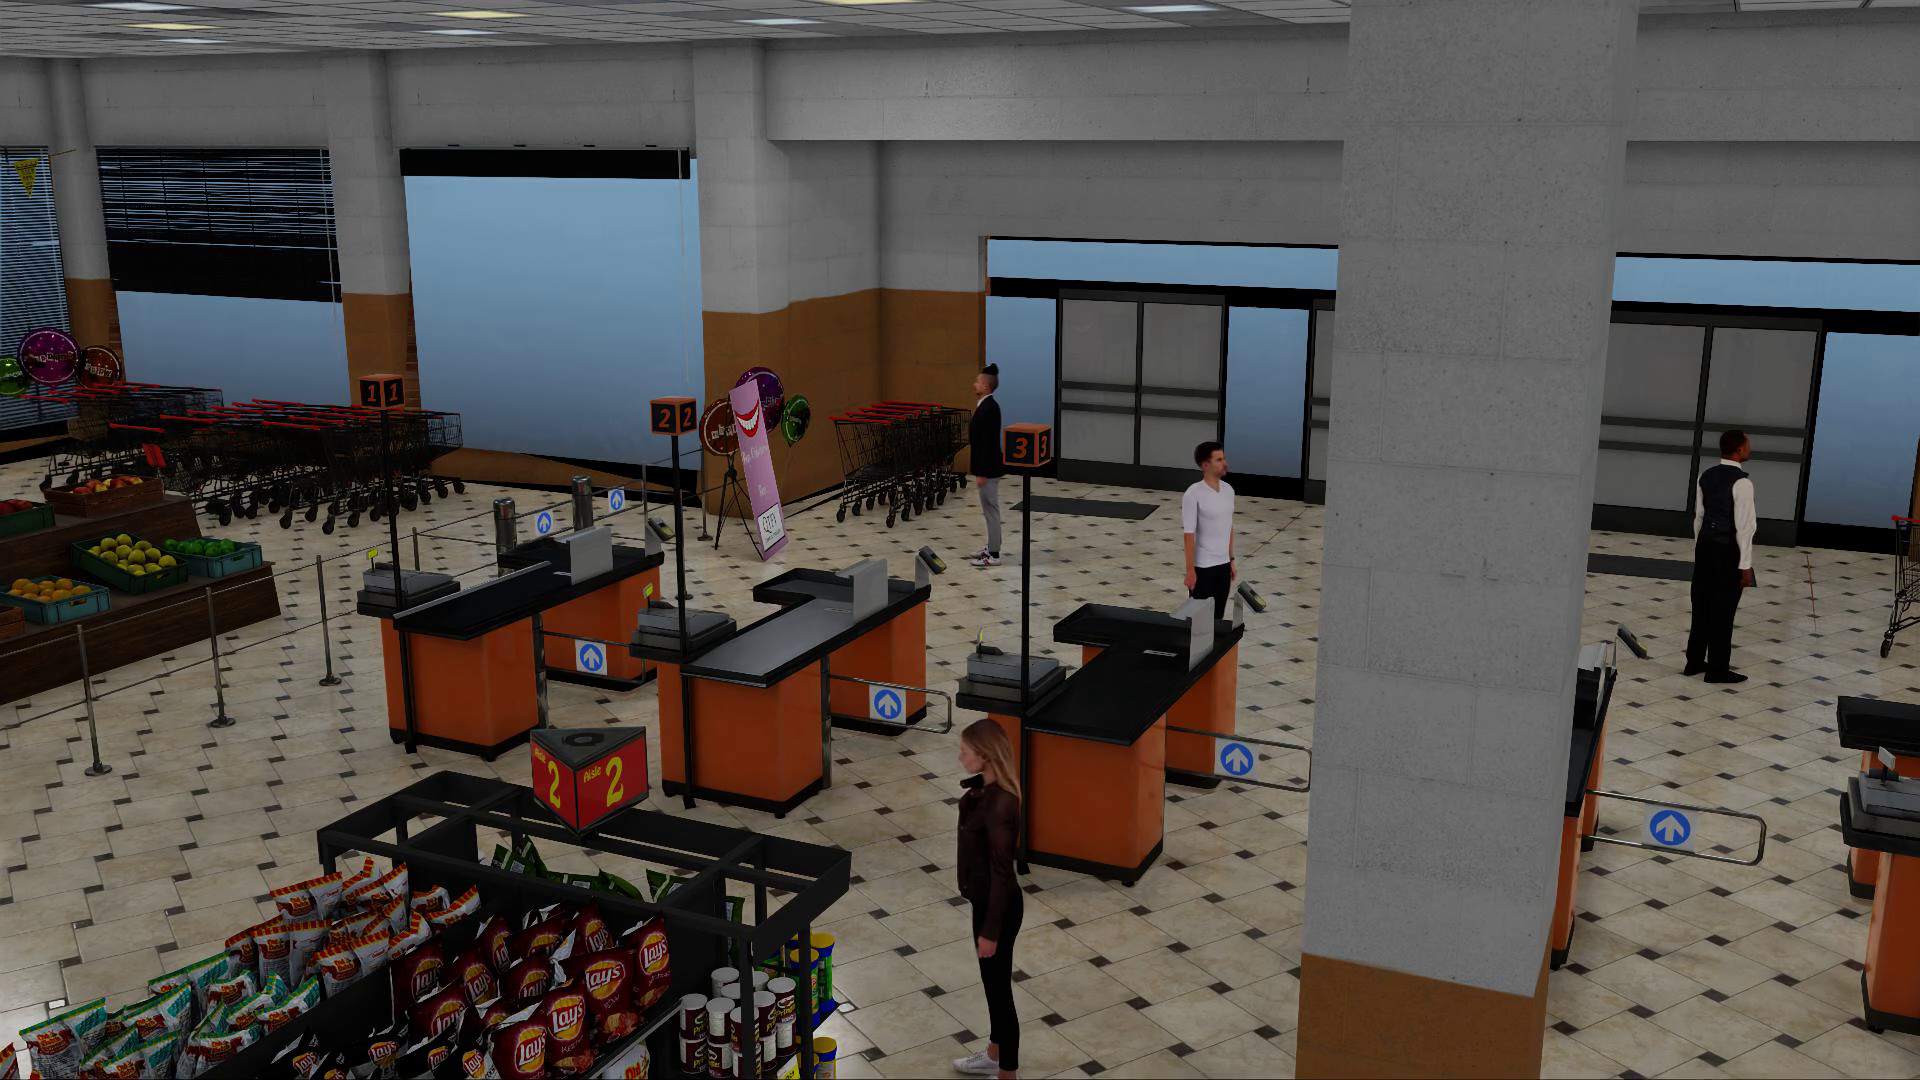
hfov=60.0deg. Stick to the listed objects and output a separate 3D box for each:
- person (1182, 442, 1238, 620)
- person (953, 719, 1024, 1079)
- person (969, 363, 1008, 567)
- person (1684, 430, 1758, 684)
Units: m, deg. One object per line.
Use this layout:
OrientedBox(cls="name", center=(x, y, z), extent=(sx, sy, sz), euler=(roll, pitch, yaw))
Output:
OrientedBox(cls="person", center=(1.862, 0.200, 12.470), extent=(0.673, 1.795, 0.817), euler=(-10, 17, -37))
OrientedBox(cls="person", center=(0.146, 1.561, 7.045), extent=(0.737, 1.705, 0.613), euler=(-1, 14, -5))
OrientedBox(cls="person", center=(0.276, -0.729, 15.971), extent=(0.840, 1.948, 0.682), euler=(1, 14, 3))
OrientedBox(cls="person", center=(5.743, 0.115, 12.555), extent=(0.828, 1.919, 0.763), euler=(-5, 14, -18))
